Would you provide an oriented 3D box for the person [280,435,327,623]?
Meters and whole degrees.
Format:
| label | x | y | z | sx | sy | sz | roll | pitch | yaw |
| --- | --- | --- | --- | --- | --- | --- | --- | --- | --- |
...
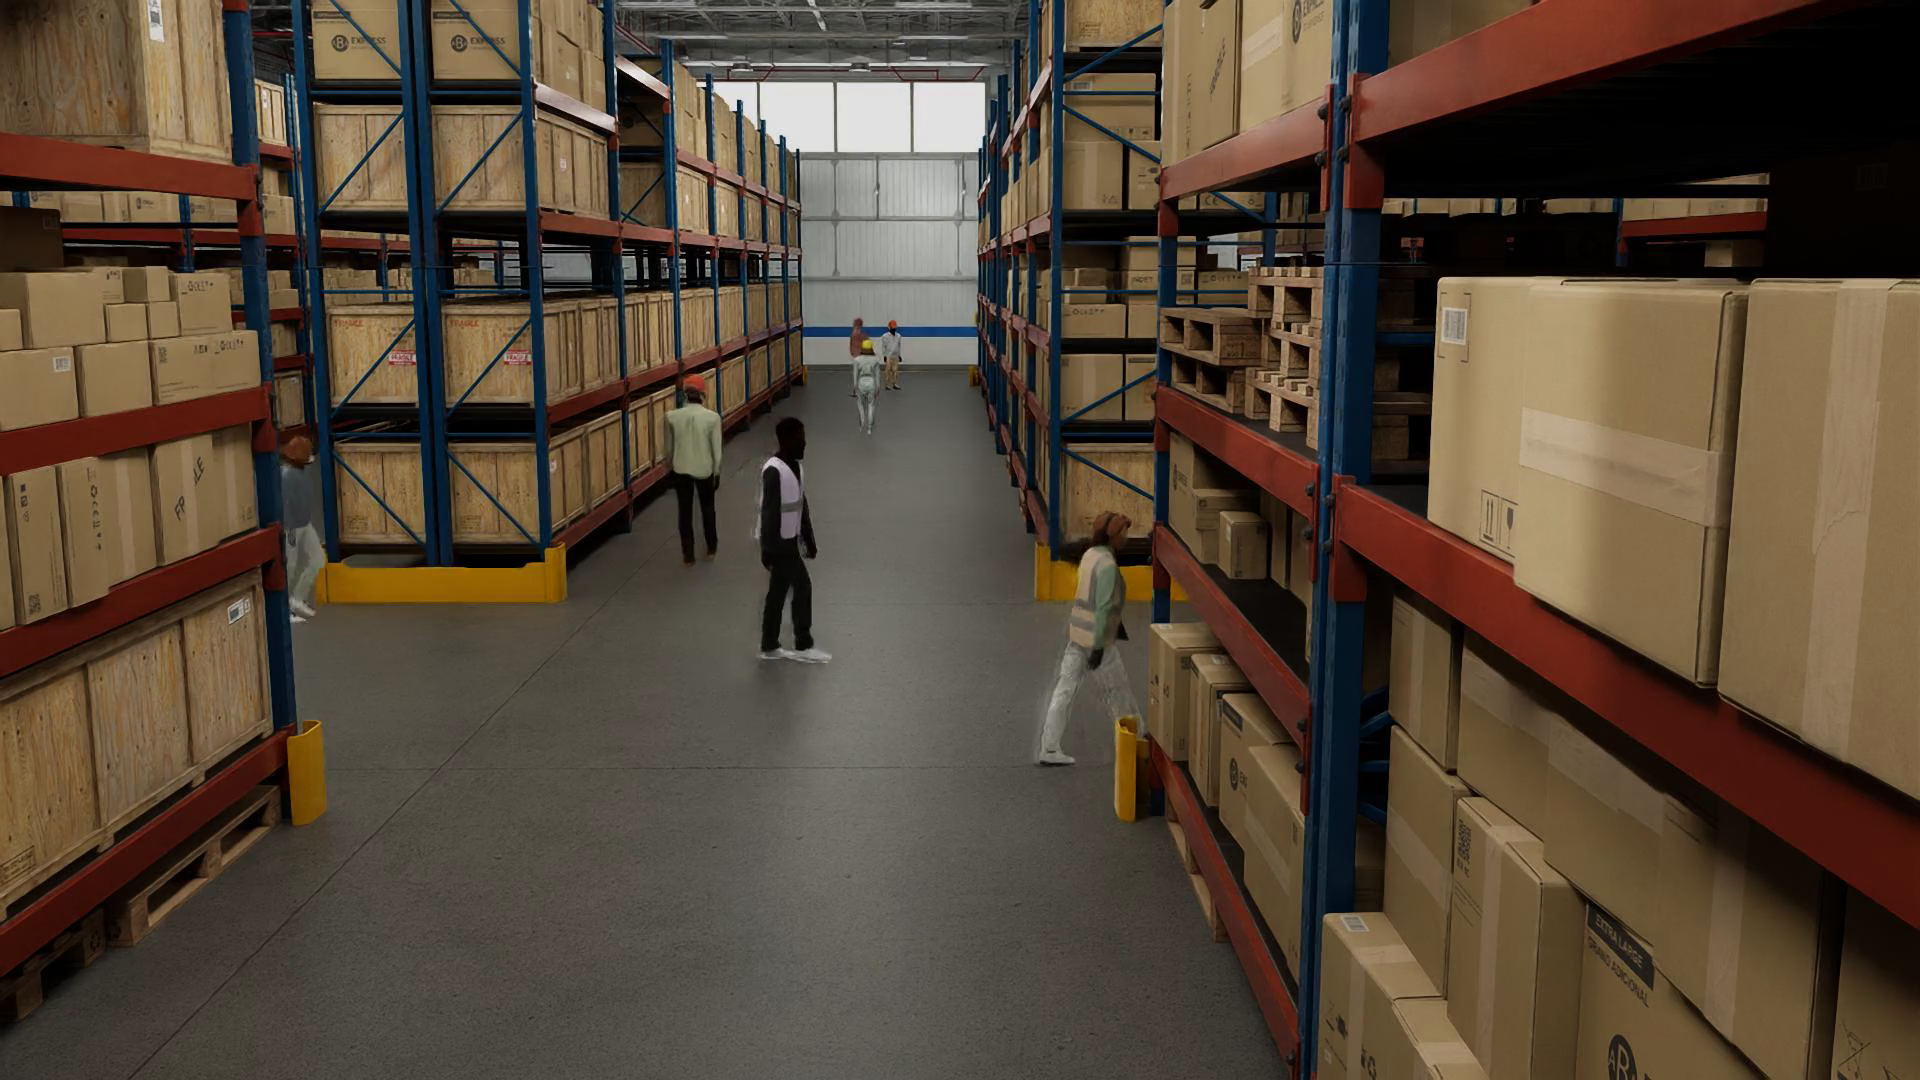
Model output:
| label | x | y | z | sx | sy | sz | roll | pitch | yaw |
| --- | --- | --- | --- | --- | --- | --- | --- | --- | --- |
| person | -5.703 | -0.095 | 14.288 | 0.403 | 1.616 | 0.536 | 1 | 9 | 9 |

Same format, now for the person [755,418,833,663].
| label | x | y | z | sx | sy | sz | roll | pitch | yaw |
| --- | --- | --- | --- | --- | --- | --- | --- | --- | --- |
| person | -1.229 | 0.009 | 12.796 | 0.760 | 1.892 | 0.630 | 2 | 9 | 11 |

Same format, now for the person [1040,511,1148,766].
| label | x | y | z | sx | sy | sz | roll | pitch | yaw |
| --- | --- | --- | --- | --- | --- | --- | --- | --- | --- |
| person | 0.864 | 0.604 | 10.057 | 0.830 | 1.583 | 0.527 | -3 | 10 | -16 |

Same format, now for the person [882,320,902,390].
| label | x | y | z | sx | sy | sz | roll | pitch | yaw |
| --- | --- | --- | --- | --- | --- | --- | --- | --- | --- |
| person | -1.692 | -4.636 | 41.726 | 0.565 | 1.751 | 0.330 | -7 | 12 | -39 |

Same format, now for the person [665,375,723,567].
| label | x | y | z | sx | sy | sz | roll | pitch | yaw |
| --- | --- | --- | --- | --- | --- | --- | --- | --- | --- |
| person | -2.747 | -0.734 | 17.259 | 0.611 | 1.927 | 1.054 | 0 | 9 | -2 |

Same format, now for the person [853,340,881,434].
| label | x | y | z | sx | sy | sz | roll | pitch | yaw |
| --- | --- | --- | --- | --- | --- | --- | --- | --- | --- |
| person | -1.724 | -2.838 | 30.819 | 0.518 | 1.710 | 0.803 | -1 | 9 | -5 |

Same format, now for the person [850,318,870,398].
| label | x | y | z | sx | sy | sz | roll | pitch | yaw |
| --- | --- | --- | --- | --- | --- | --- | --- | --- | --- |
| person | -2.360 | -4.296 | 39.308 | 0.476 | 1.864 | 0.695 | 5 | 11 | 29 |
